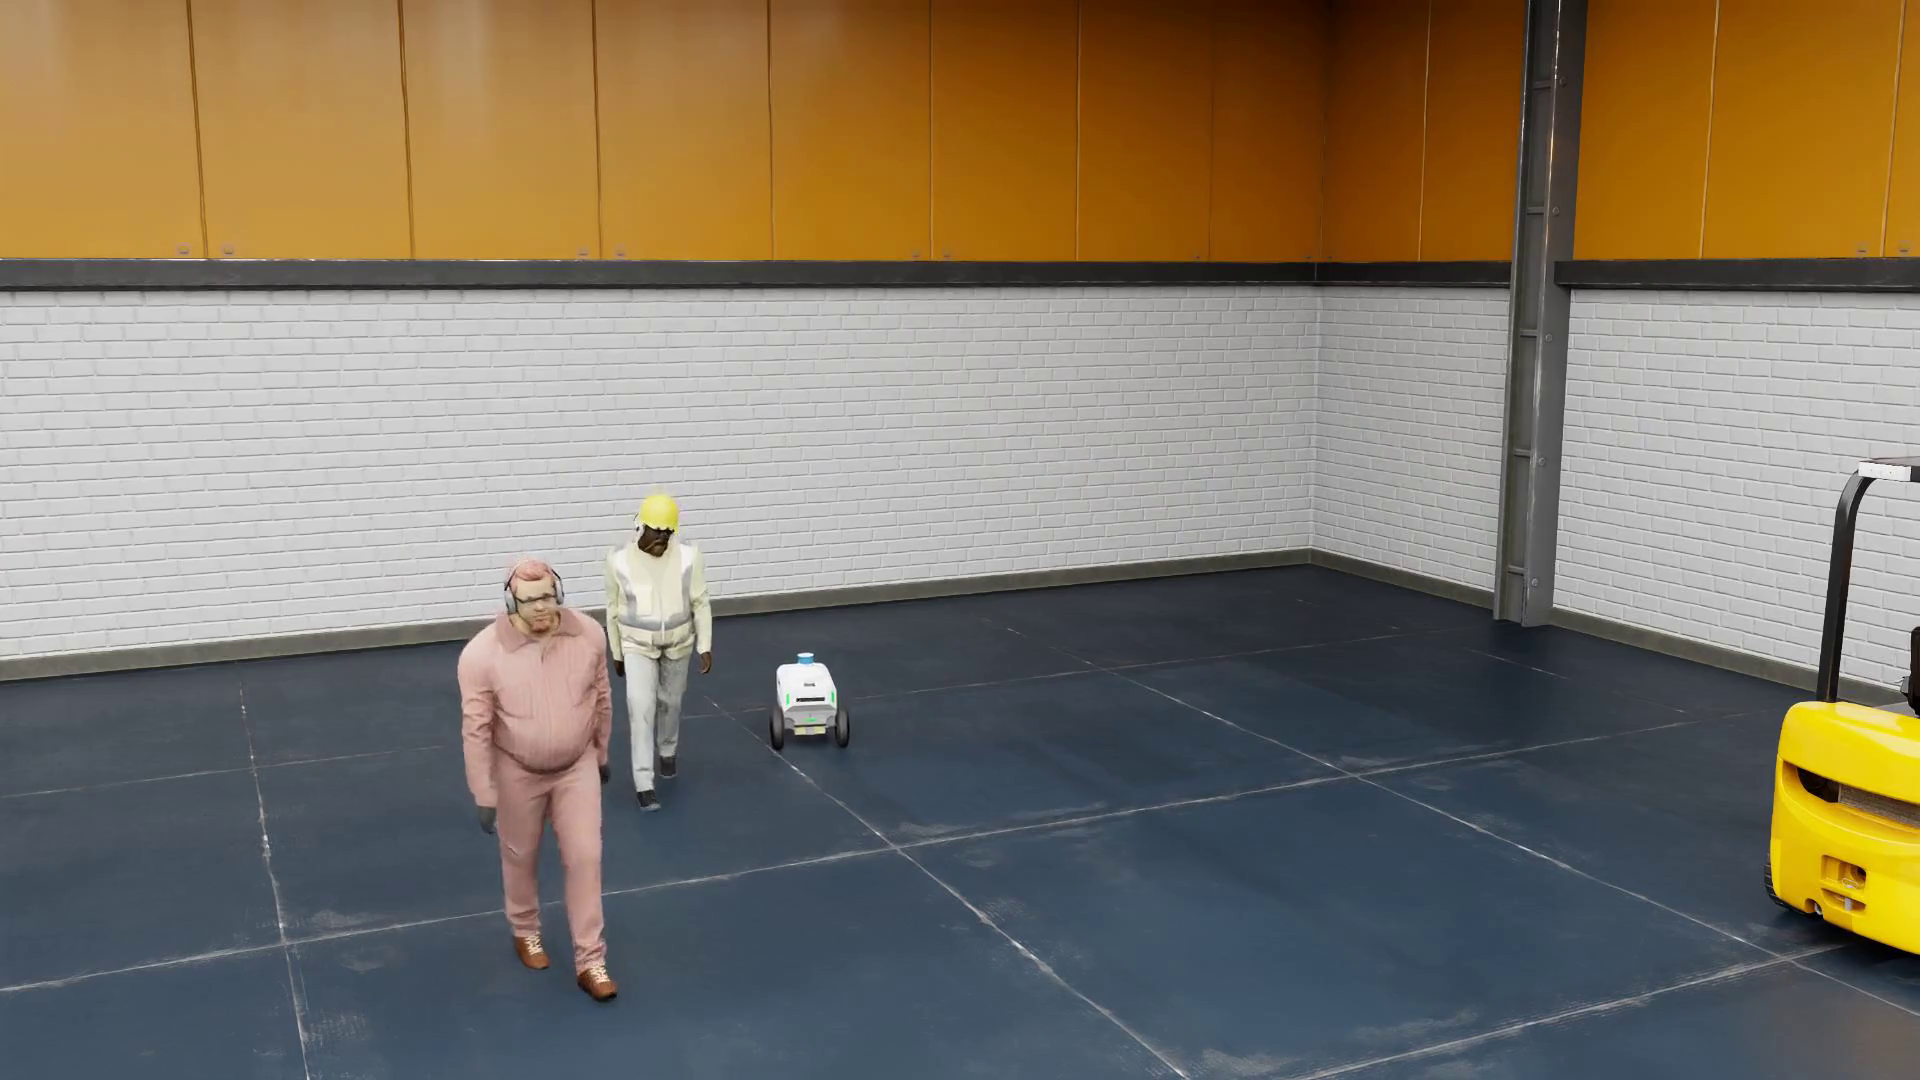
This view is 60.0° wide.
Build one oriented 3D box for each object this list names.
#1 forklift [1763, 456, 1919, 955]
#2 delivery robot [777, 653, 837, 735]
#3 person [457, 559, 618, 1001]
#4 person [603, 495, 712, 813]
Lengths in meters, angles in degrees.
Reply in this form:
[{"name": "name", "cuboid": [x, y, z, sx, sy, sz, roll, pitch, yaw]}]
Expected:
[{"name": "forklift", "cuboid": [4.857, 0.731, 7.561, 2.313, 2.155, 1.214, -4, 10, -25]}, {"name": "delivery robot", "cuboid": [-1.000, 0.979, 10.804, 0.477, 0.478, 0.707, -2, 9, -10]}, {"name": "person", "cuboid": [-1.743, 0.989, 6.991, 0.667, 1.861, 0.942, -5, 10, -26]}, {"name": "person", "cuboid": [-1.758, 0.601, 9.672, 0.581, 1.780, 0.881, -4, 10, -21]}]
